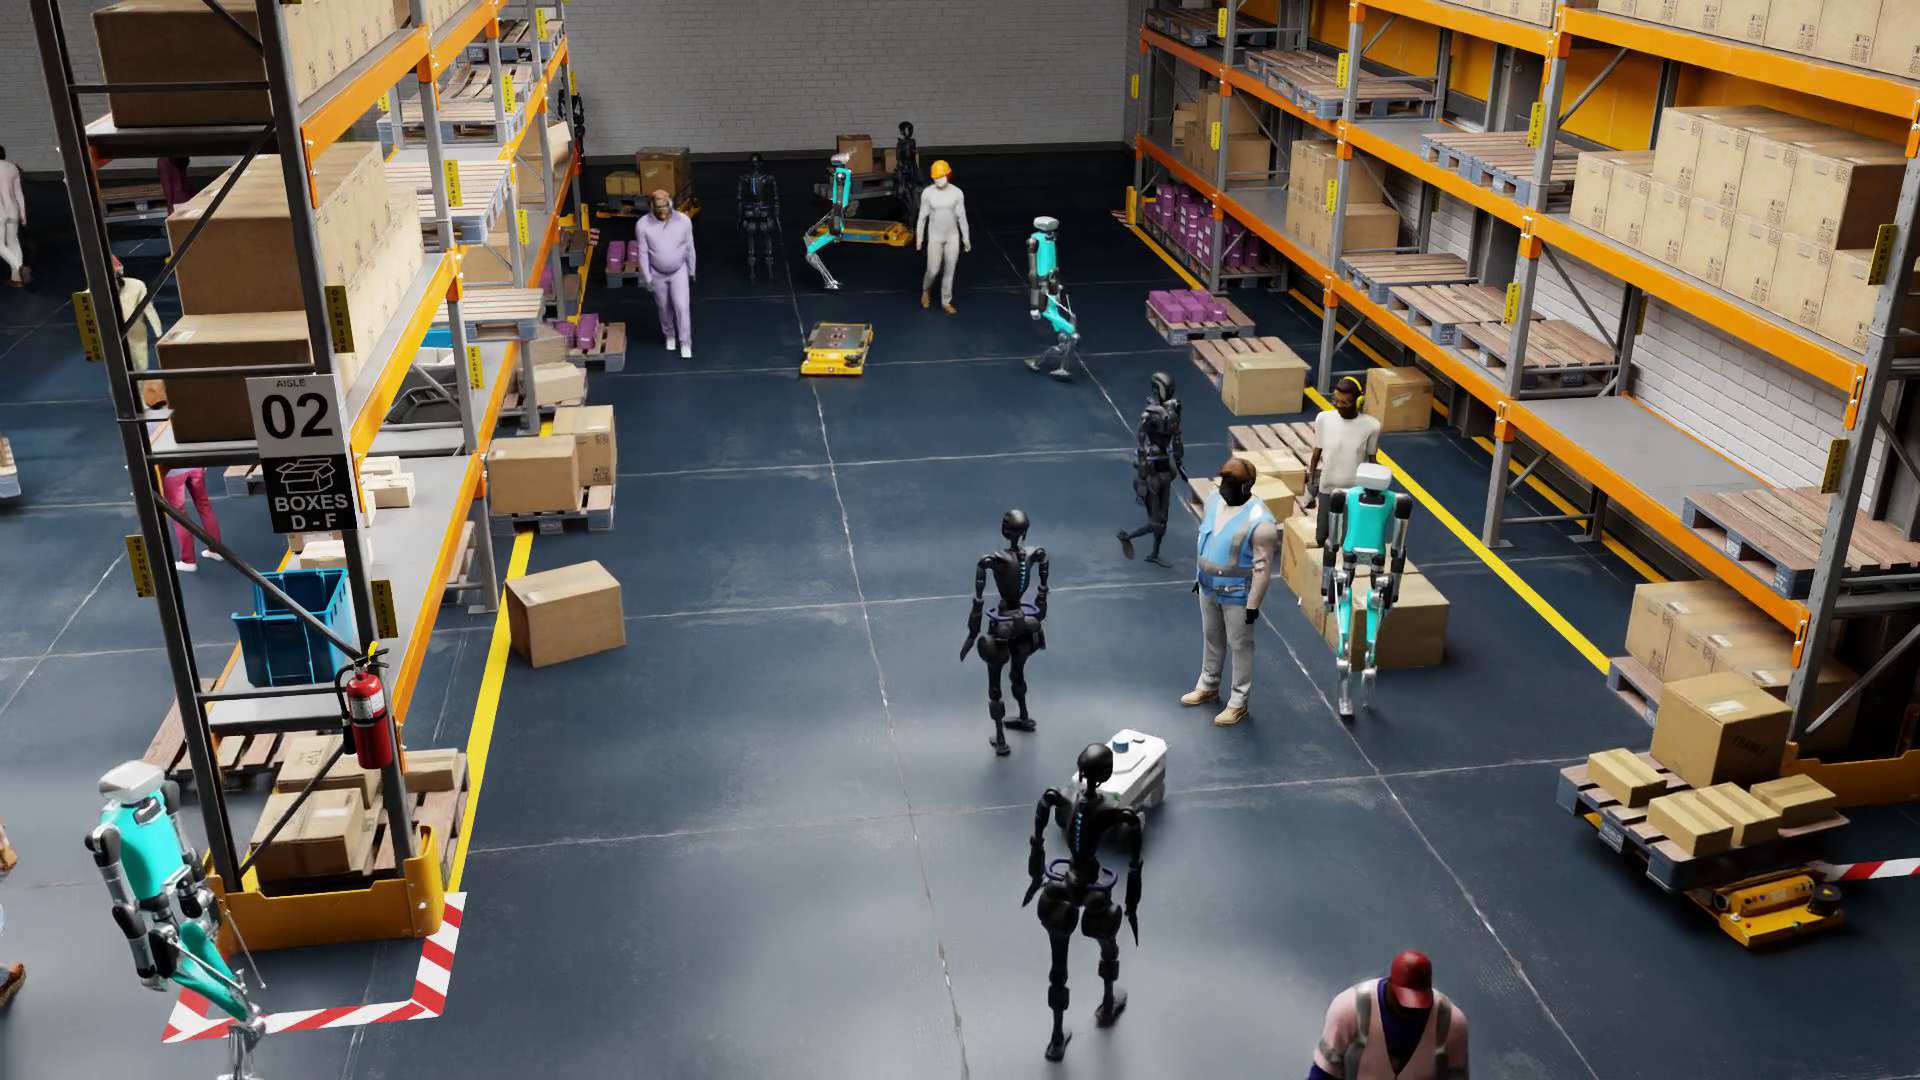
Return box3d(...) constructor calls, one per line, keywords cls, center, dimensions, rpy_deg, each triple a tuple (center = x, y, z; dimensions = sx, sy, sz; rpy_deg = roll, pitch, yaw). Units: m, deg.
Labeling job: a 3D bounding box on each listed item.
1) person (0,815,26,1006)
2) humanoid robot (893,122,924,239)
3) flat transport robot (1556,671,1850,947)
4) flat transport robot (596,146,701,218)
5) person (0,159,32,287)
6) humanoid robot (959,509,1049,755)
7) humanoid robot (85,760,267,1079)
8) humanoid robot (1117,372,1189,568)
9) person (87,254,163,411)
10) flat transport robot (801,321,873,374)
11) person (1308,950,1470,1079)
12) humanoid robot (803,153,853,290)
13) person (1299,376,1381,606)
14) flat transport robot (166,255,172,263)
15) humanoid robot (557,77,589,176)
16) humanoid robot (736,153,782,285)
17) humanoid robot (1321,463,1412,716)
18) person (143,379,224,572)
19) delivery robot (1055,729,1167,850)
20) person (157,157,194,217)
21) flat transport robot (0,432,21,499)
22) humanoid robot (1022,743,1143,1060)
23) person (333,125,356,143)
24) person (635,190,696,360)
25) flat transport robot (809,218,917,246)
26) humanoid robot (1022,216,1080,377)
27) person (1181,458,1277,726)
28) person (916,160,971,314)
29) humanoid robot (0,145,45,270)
box3d(cls="person", center=(-4.983, 1.565, 8.031), dimensions=(0.656, 1.948, 0.782), rpy_deg=(1, 24, 1))
box3d(cls="humanoid robot", center=(-0.684, -5.083, 23.520), dimensions=(0.499, 1.647, 0.608), rpy_deg=(11, 26, 23))
box3d(cls="flat transport robot", center=(4.290, 1.798, 9.581), dimensions=(0.659, 0.231, 1.431), rpy_deg=(-8, 25, -17))
box3d(cls="flat transport robot", center=(-4.694, -5.004, 25.079), dimensions=(1.431, 0.231, 0.659), rpy_deg=(2, 24, 5))
box3d(cls="person", center=(-12.020, -4.082, 20.936), dimensions=(0.693, 1.920, 0.638), rpy_deg=(15, 28, 31))
box3d(cls="humanoid robot", center=(0.268, 0.567, 10.639), dimensions=(0.613, 1.649, 0.417), rpy_deg=(-12, 27, -26))
box3d(cls="humanoid robot", center=(-3.436, 1.882, 7.658), dimensions=(0.770, 1.852, 0.540), rpy_deg=(4, 24, 10))
box3d(cls="humanoid robot", center=(1.533, -0.572, 13.232), dimensions=(0.450, 1.647, 0.590), rpy_deg=(19, 30, 37))
box3d(cls="person", center=(-8.183, -1.994, 16.392), dimensions=(0.448, 1.727, 0.589), rpy_deg=(20, 31, 38))
box3d(cls="flat transport robot", center=(-1.359, -2.147, 18.569), dimensions=(0.659, 0.231, 1.431), rpy_deg=(1, 24, 2))
box3d(cls="person", center=(1.642, 2.356, 6.511), dimensions=(0.633, 1.722, 0.818), rpy_deg=(7, 25, 15))
box3d(cls="humanoid robot", center=(-1.693, -3.970, 20.731), dimensions=(0.735, 1.677, 0.533), rpy_deg=(1, 24, 2))
box3d(cls="person", center=(2.853, -0.346, 12.483), dimensions=(0.529, 1.863, 0.311), rpy_deg=(9, 25, 20))
box3d(cls="flat transport robot", center=(-10.202, -4.039, 22.880), dimensions=(0.659, 0.231, 1.431), rpy_deg=(4, 24, 10))
box3d(cls="humanoid robot", center=(-6.438, -6.908, 27.646), dimensions=(0.599, 1.657, 0.315), rpy_deg=(15, 28, 31))
box3d(cls="humanoid robot", center=(-2.586, -4.116, 21.285), dimensions=(0.599, 1.657, 0.315), rpy_deg=(3, 24, 8))
box3d(cls="humanoid robot", center=(2.624, 0.441, 10.884), dimensions=(0.534, 1.827, 0.711), rpy_deg=(4, 24, 10))
box3d(cls="person", center=(-6.199, -0.534, 13.208), dimensions=(0.276, 1.628, 0.502), rpy_deg=(13, 27, 27))
box3d(cls="delivery robot", center=(0.940, 1.472, 9.990), dimensions=(0.499, 0.613, 0.796), rpy_deg=(14, 27, 29))
box3d(cls="person", center=(-10.202, -4.419, 21.697), dimensions=(0.467, 1.930, 0.492), rpy_deg=(3, 24, 6))
box3d(cls="flat transport robot", center=(-8.837, -0.336, 14.444), dimensions=(0.659, 0.231, 1.431), rpy_deg=(-14, 27, -28))
box3d(cls="humanoid robot", center=(0.593, 1.701, 8.067), dimensions=(0.603, 1.640, 0.589), rpy_deg=(9, 25, 20))
box3d(cls="person", center=(-9.648, -6.137, 26.005), dimensions=(0.840, 1.577, 0.506), rpy_deg=(7, 25, 15))
box3d(cls="person", center=(-3.224, -2.924, 18.355), dimensions=(0.641, 1.862, 0.920), rpy_deg=(-4, 24, -8))
box3d(cls="flat transport robot", center=(-1.390, -4.373, 23.640), dimensions=(1.431, 0.231, 0.659), rpy_deg=(6, 24, 13))
box3d(cls="humanoid robot", center=(1.024, -2.512, 17.571), dimensions=(0.942, 1.763, 0.559), rpy_deg=(15, 28, 31))
box3d(cls="person", center=(1.766, 0.327, 10.974), dimensions=(0.429, 1.846, 0.624), rpy_deg=(-15, 28, -31))
box3d(cls="person", center=(-0.209, -3.648, 19.999), dimensions=(0.620, 1.873, 0.487), rpy_deg=(-7, 25, -15))
box3d(cls="humanoid robot", center=(-12.541, -4.384, 21.941), dimensions=(0.615, 1.637, 0.600), rpy_deg=(18, 29, 35))
